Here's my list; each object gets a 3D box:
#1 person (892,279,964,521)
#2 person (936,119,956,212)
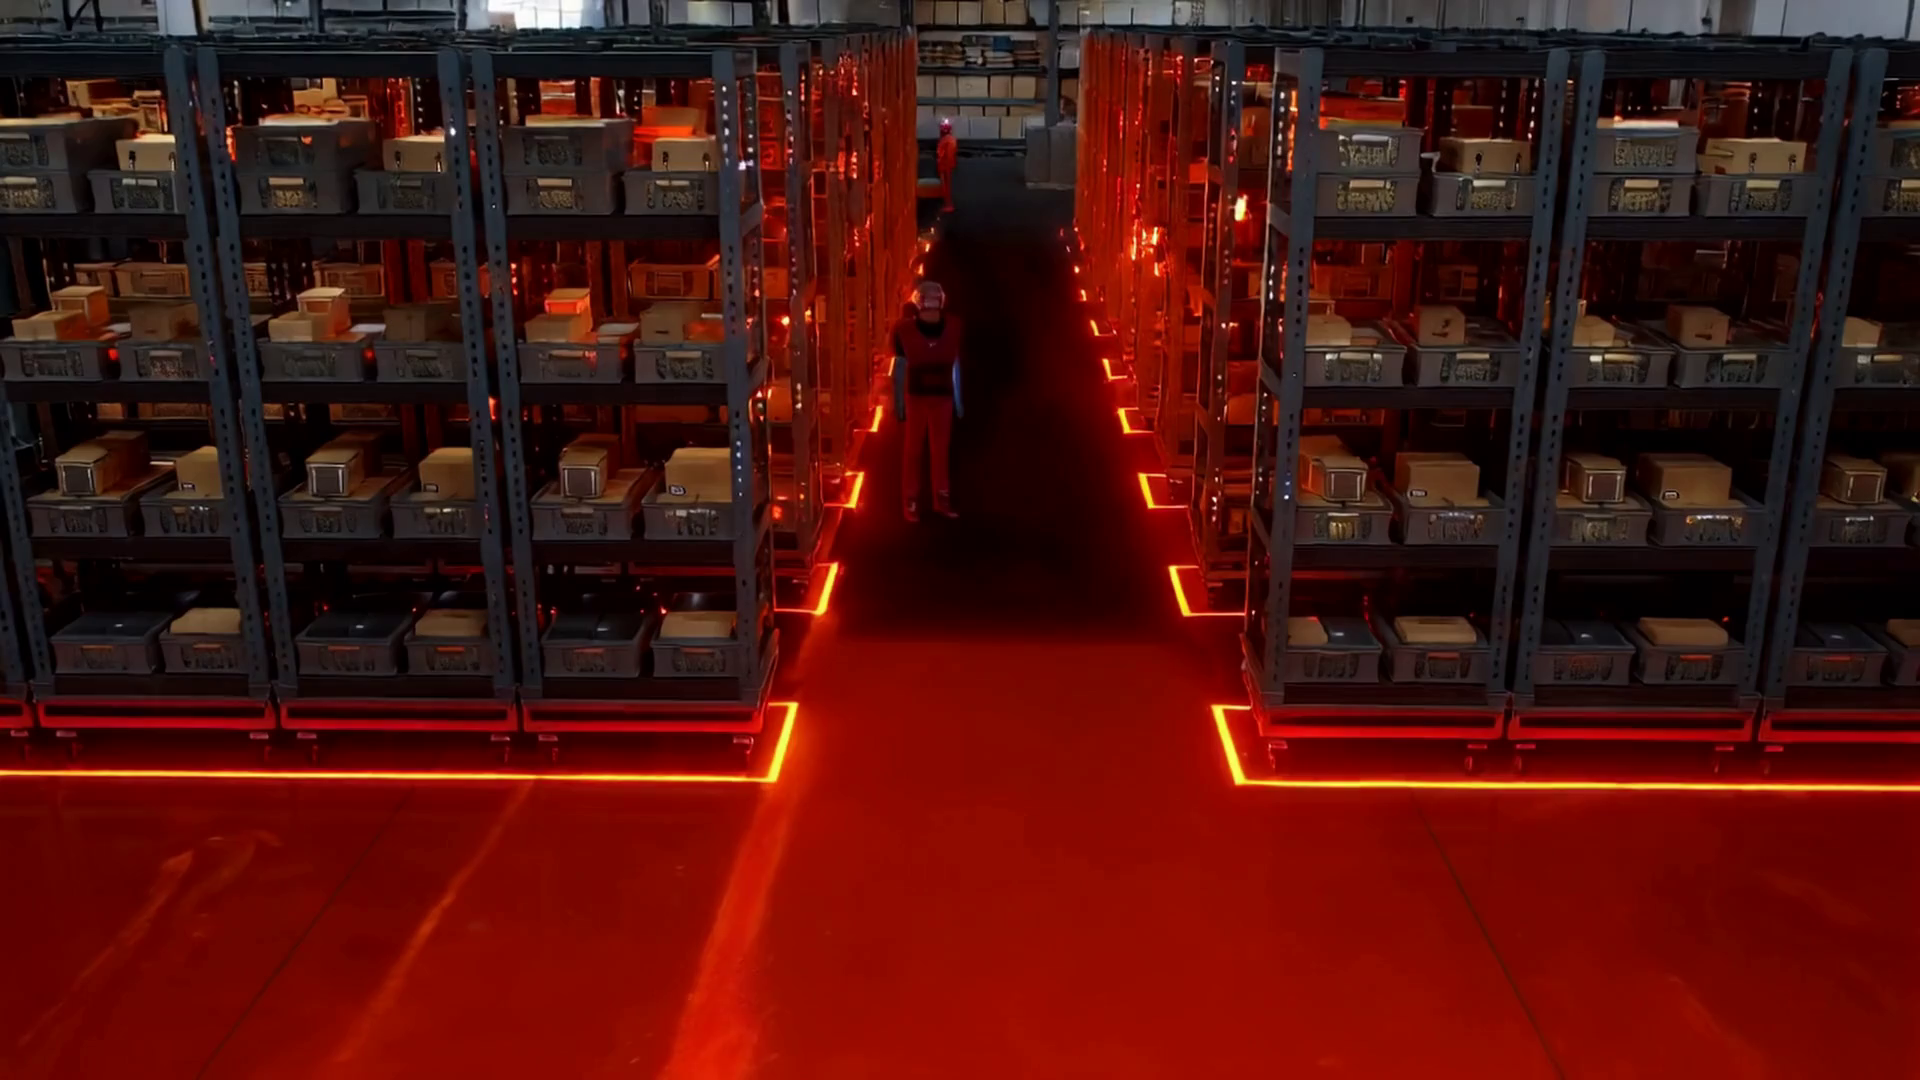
[{"bbox_3d":[-0.248,-1.085,12.788,0.565,1.850,0.390,-7,19,-20],"label":"person"},{"bbox_3d":[-0.285,-7.456,33.150,0.403,1.825,0.600,-5,18,-15],"label":"person"}]
